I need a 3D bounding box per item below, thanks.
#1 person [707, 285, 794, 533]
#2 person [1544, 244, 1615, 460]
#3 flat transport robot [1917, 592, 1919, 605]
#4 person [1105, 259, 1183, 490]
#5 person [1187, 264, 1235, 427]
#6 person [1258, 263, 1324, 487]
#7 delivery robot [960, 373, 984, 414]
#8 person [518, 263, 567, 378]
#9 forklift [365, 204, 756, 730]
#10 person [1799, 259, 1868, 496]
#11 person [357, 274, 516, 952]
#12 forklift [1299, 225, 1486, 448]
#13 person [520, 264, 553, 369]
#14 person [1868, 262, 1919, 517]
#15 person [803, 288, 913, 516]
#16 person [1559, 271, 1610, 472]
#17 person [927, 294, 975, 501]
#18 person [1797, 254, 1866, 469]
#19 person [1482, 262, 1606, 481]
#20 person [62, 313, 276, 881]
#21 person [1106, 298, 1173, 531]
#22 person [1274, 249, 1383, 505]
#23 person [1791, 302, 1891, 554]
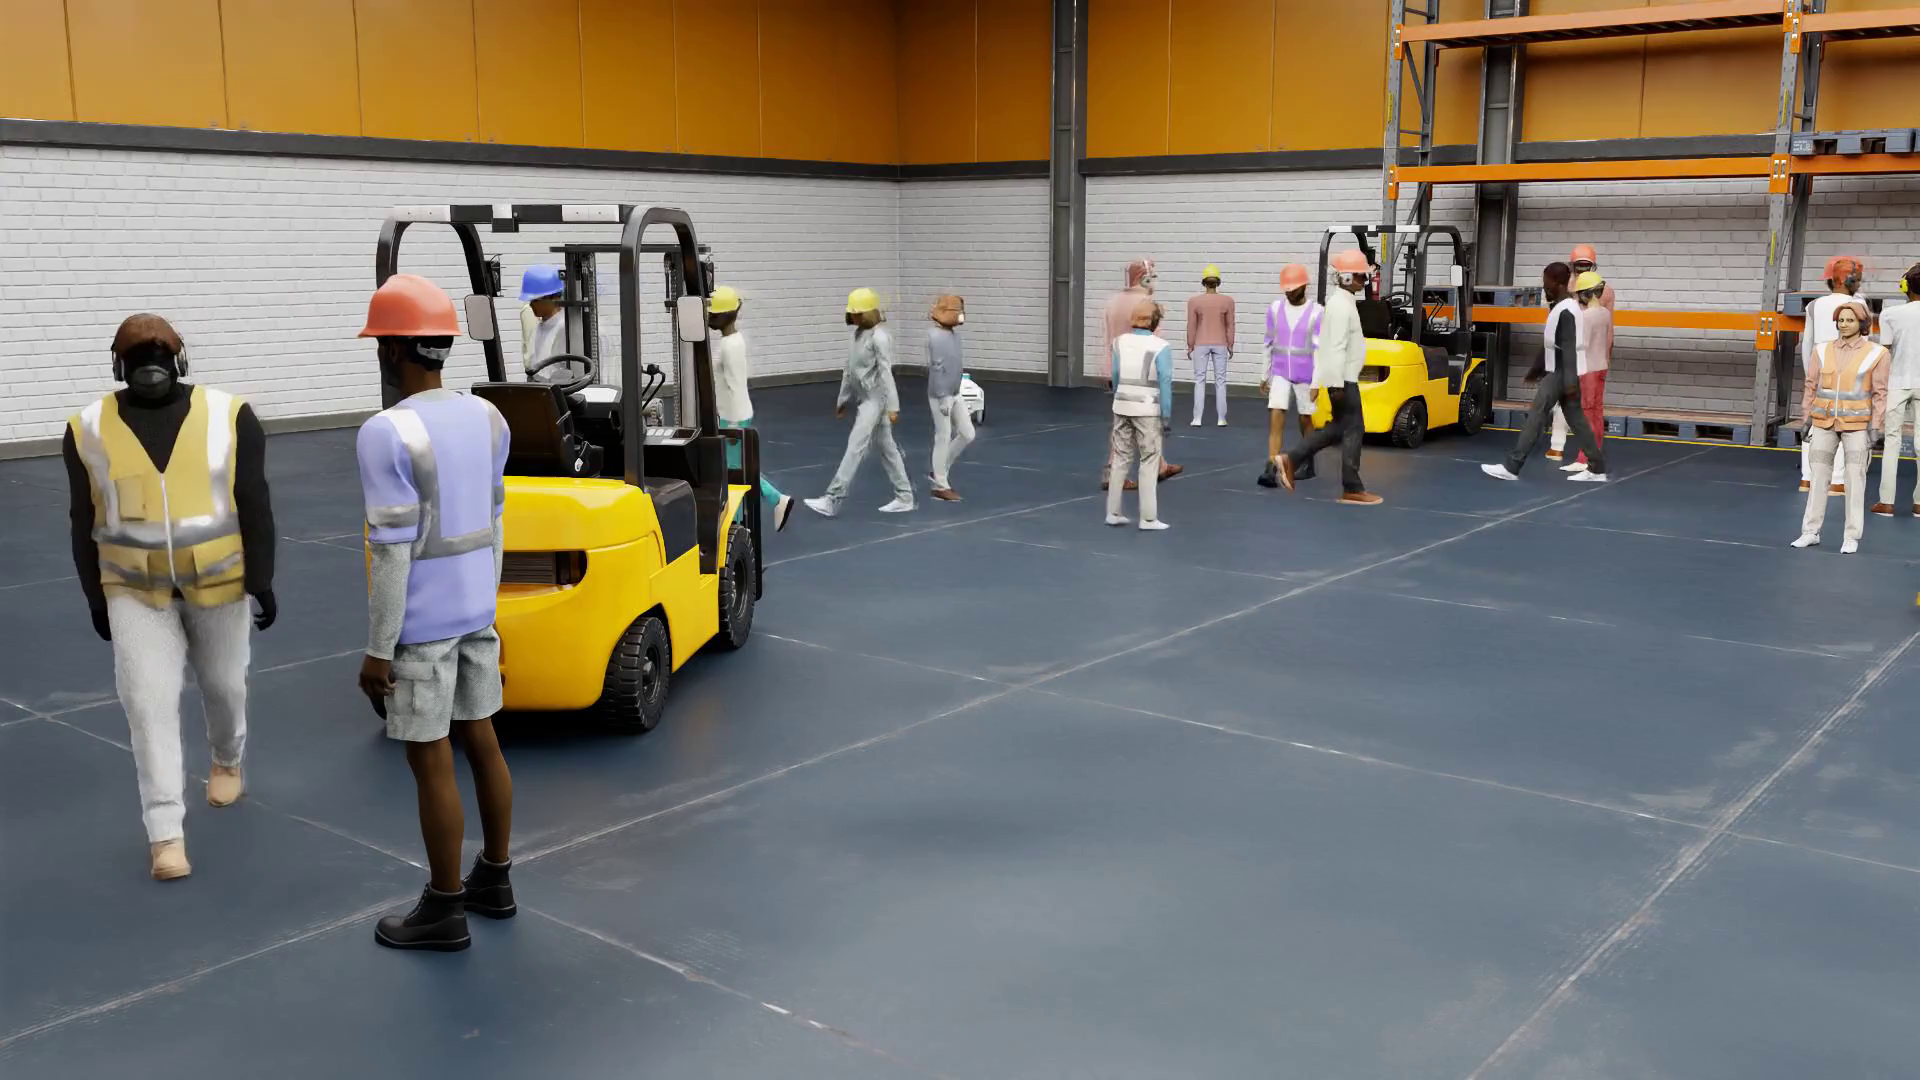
[{"bbox_3d":[-1.450,-0.811,11.007,0.577,1.741,0.542,-1,10,-5],"label":"person"},{"bbox_3d":[5.706,-1.722,15.368,0.612,1.995,0.376,2,10,9],"label":"person"},{"bbox_3d":[6.023,0.260,9.162,1.431,0.197,0.652,-6,12,-29],"label":"flat transport robot"},{"bbox_3d":[1.554,-1.354,13.671,0.894,1.867,0.659,-5,11,-24],"label":"person"},{"bbox_3d":[2.729,-2.107,18.130,0.526,1.771,0.310,1,10,4],"label":"person"},{"bbox_3d":[2.770,-1.377,13.854,0.582,1.855,1.045,5,12,28],"label":"person"},{"bbox_3d":[0.055,-1.604,18.445,0.477,0.478,0.707,-1,10,-7],"label":"delivery robot"},{"bbox_3d":[-2.358,-0.726,10.113,0.808,1.910,0.608,-10,14,-44],"label":"person"},{"bbox_3d":[-1.766,-0.406,7.525,1.214,2.155,2.313,1,10,7],"label":"forklift"},{"bbox_3d":[7.015,-1.300,13.329,0.353,1.886,0.573,-4,11,-21],"label":"person"},{"bbox_3d":[-1.522,0.217,4.783,0.358,1.938,0.542,4,11,21],"label":"person"},{"bbox_3d":[4.449,-2.115,16.993,1.214,2.155,2.313,8,13,38],"label":"forklift"},{"bbox_3d":[-3.728,-1.564,14.978,0.403,1.824,0.594,1,10,5],"label":"person"},{"bbox_3d":[6.995,-1.100,12.270,0.514,1.871,0.327,3,11,15],"label":"person"},{"bbox_3d":[-0.729,-0.998,12.214,0.926,1.674,0.521,-4,11,-22],"label":"person"},{"bbox_3d":[5.520,-1.474,14.654,0.321,1.761,0.522,9,14,41],"label":"person"},{"bbox_3d":[-0.077,-1.105,12.981,0.338,1.622,0.508,5,11,26],"label":"person"},{"bbox_3d":[7.581,-1.508,14.423,0.639,1.903,0.573,3,11,17],"label":"person"},{"bbox_3d":[5.026,-1.405,14.040,1.004,1.855,0.576,4,11,21],"label":"person"},{"bbox_3d":[-2.634,0.137,5.607,0.621,1.813,0.917,-4,11,-23],"label":"person"},{"bbox_3d":[1.268,-0.873,11.668,0.543,1.633,0.353,10,14,44],"label":"person"},{"bbox_3d":[2.880,-1.255,12.849,0.764,1.969,0.619,2,10,10],"label":"person"},{"bbox_3d":[5.769,-0.735,10.882,0.308,1.640,0.510,-9,14,-42],"label":"person"}]
